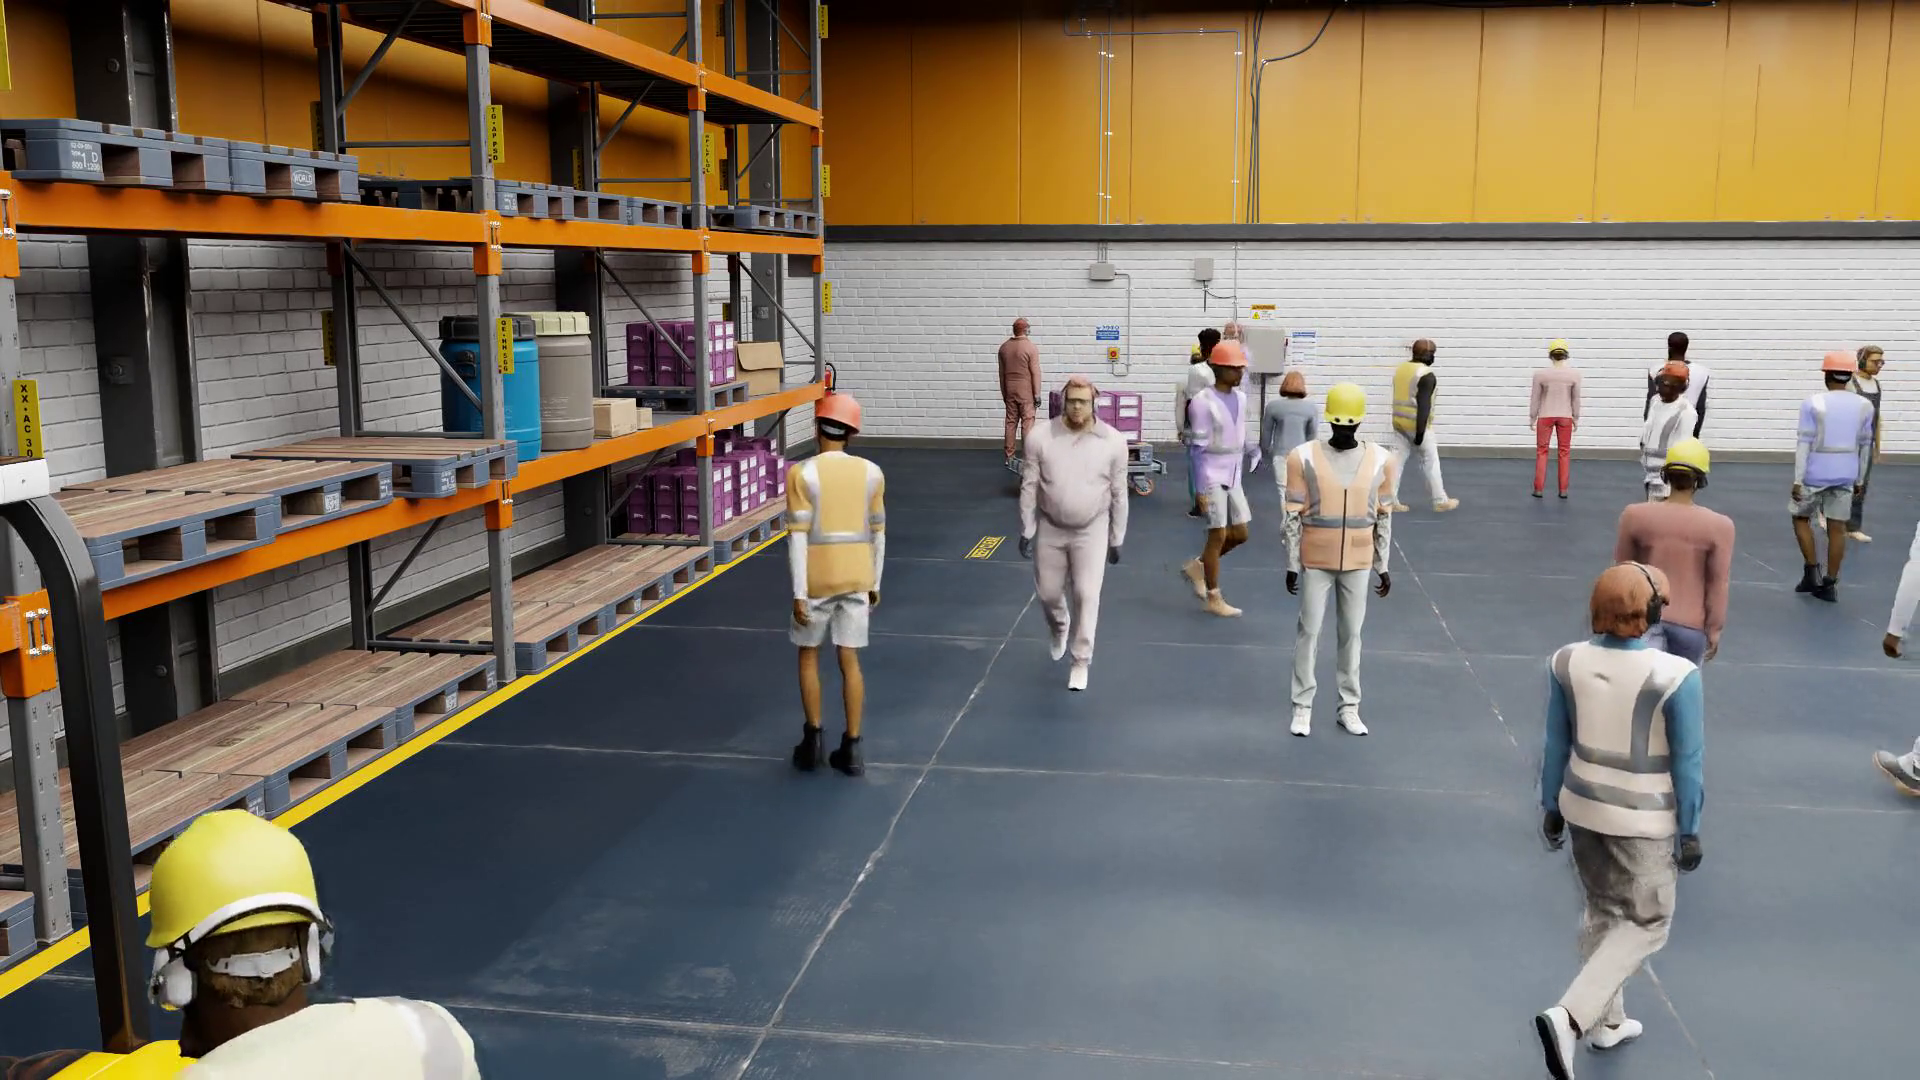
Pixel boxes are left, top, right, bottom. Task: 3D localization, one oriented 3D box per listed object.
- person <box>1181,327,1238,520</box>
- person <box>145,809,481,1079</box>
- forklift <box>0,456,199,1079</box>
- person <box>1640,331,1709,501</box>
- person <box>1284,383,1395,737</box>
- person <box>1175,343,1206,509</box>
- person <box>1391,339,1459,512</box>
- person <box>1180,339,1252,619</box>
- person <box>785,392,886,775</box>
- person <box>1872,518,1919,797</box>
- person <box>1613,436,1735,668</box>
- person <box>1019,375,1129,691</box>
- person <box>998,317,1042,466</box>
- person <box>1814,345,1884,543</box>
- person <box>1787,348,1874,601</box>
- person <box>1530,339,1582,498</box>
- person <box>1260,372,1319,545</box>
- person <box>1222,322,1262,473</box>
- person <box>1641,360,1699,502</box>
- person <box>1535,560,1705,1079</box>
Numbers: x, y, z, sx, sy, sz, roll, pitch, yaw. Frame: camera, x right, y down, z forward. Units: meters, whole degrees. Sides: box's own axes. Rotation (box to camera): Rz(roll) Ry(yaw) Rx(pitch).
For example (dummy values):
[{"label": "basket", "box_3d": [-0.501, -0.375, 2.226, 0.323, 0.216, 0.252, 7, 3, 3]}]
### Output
[{"label": "person", "box_3d": [2.547, -1.151, 16.644, 0.601, 1.948, 0.536, -6, 11, -34]}, {"label": "person", "box_3d": [-0.835, 1.264, 2.279, 0.822, 1.777, 0.651, 6, 11, 32]}, {"label": "forklift", "box_3d": [-2.328, 0.975, 2.765, 2.313, 2.155, 1.214, 1, 9, 9]}, {"label": "person", "box_3d": [6.978, -1.076, 16.267, 0.611, 1.917, 0.407, 0, 9, 1]}, {"label": "person", "box_3d": [2.037, 0.108, 8.957, 0.589, 1.918, 0.390, 0, 9, 0]}, {"label": "person", "box_3d": [2.532, -1.189, 17.453, 0.552, 1.748, 0.364, 3, 10, 19]}, {"label": "person", "box_3d": [4.805, -1.174, 17.246, 0.893, 1.801, 0.625, -3, 10, -20]}, {"label": "person", "box_3d": [1.850, -0.444, 12.055, 0.608, 2.028, 0.547, -9, 13, -43]}, {"label": "person", "box_3d": [-0.612, 0.214, 8.373, 0.558, 1.889, 0.601, -4, 10, -23]}, {"label": "person", "box_3d": [4.530, 0.380, 7.544, 0.603, 1.828, 0.972, -1, 9, -8]}, {"label": "person", "box_3d": [3.351, 0.376, 7.882, 0.525, 1.733, 0.860, 5, 10, 26]}, {"label": "person", "box_3d": [0.698, -0.066, 10.128, 0.663, 1.888, 0.674, 1, 9, 9]}, {"label": "person", "box_3d": [0.797, -1.880, 21.244, 0.642, 1.913, 0.408, 8, 12, 40]}, {"label": "person", "box_3d": [8.258, -0.886, 15.352, 0.547, 1.831, 0.464, -3, 10, -21]}, {"label": "person", "box_3d": [6.609, -0.493, 12.659, 0.562, 1.917, 0.443, 1, 9, 4]}, {"label": "person", "box_3d": [6.562, -1.336, 18.356, 0.534, 1.761, 0.337, 2, 9, 12]}, {"label": "person", "box_3d": [3.052, -0.763, 15.394, 0.501, 1.584, 0.899, 0, 9, -3]}, {"label": "person", "box_3d": [3.350, -1.662, 19.962, 0.619, 1.894, 0.650, -1, 9, -4]}, {"label": "person", "box_3d": [5.296, -0.430, 12.513, 0.348, 1.854, 0.697, 0, 9, 0]}, {"label": "person", "box_3d": [2.000, 0.872, 5.147, 0.623, 1.616, 0.515, -6, 11, -32]}]
